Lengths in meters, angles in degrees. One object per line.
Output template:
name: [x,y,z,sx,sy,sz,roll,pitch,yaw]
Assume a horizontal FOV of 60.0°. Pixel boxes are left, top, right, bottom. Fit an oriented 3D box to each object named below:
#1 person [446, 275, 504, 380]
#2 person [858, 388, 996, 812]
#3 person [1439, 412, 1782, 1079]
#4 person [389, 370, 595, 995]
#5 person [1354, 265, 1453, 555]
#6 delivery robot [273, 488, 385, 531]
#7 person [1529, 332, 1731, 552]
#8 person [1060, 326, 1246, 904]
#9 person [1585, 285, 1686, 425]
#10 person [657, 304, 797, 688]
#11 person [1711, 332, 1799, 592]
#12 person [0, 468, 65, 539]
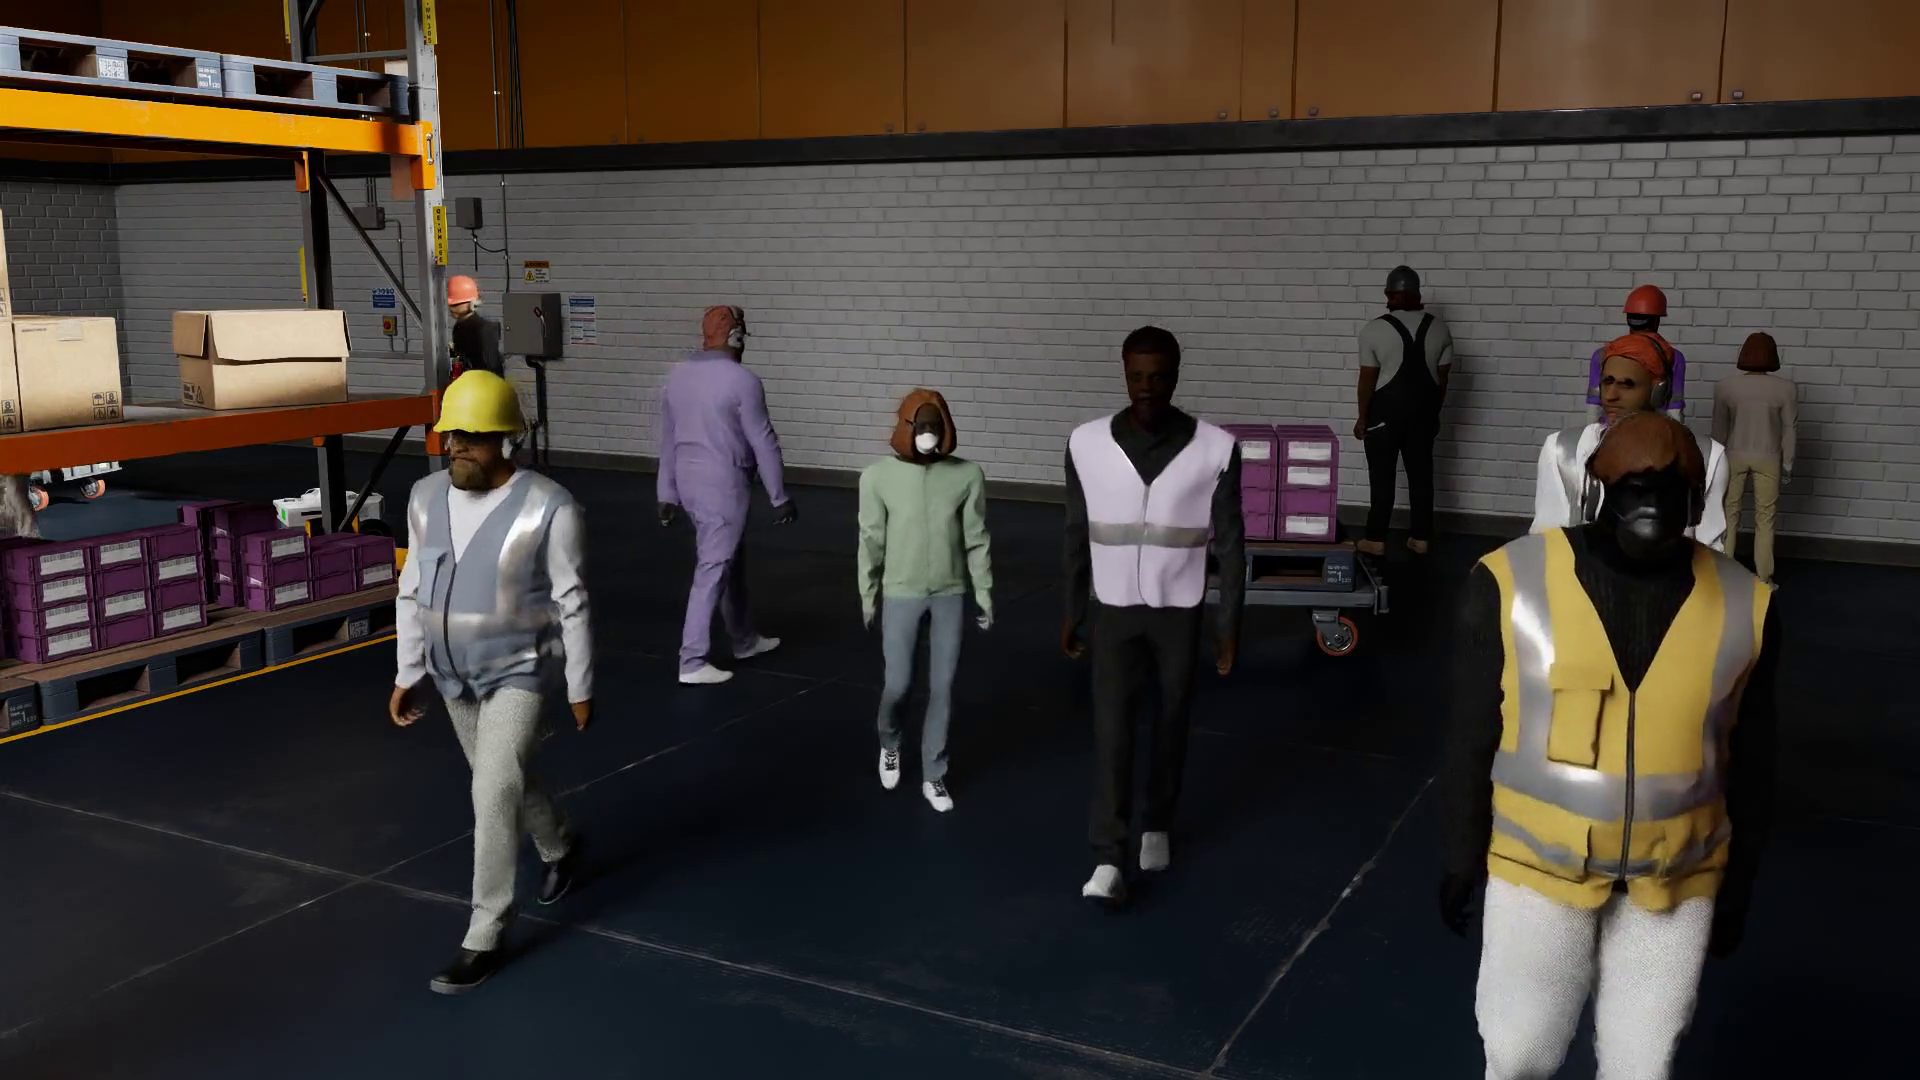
person: [-3.706,-1.032,12.725,0.718,1.955,0.721,-8,12,-37]
person: [-0.127,0.227,6.369,0.511,1.620,0.361,-3,10,-15]
person: [1.291,0.643,3.364,0.642,1.829,0.582,2,10,10]
person: [-1.368,0.366,5.075,0.584,1.801,0.884,4,11,24]
person: [3.089,-0.916,11.779,0.673,2.000,0.536,-2,10,-10]
delivery robot: [-4.404,-0.192,11.611,0.707,0.478,0.477,-6,11,-30]
person: [2.085,0.288,5.266,0.584,1.879,0.337,5,11,26]
person: [0.618,0.256,5.449,0.619,1.876,0.938,2,10,10]
person: [4.003,-0.536,9.877,0.553,1.935,0.362,7,12,36]
person: [-1.119,-0.232,8.327,0.894,1.868,0.653,-9,13,-43]
person: [4.965,-0.480,10.425,0.499,1.636,0.286,7,12,33]
person: [-5.658,-0.409,10.093,0.825,1.599,0.537,0,10,1]
